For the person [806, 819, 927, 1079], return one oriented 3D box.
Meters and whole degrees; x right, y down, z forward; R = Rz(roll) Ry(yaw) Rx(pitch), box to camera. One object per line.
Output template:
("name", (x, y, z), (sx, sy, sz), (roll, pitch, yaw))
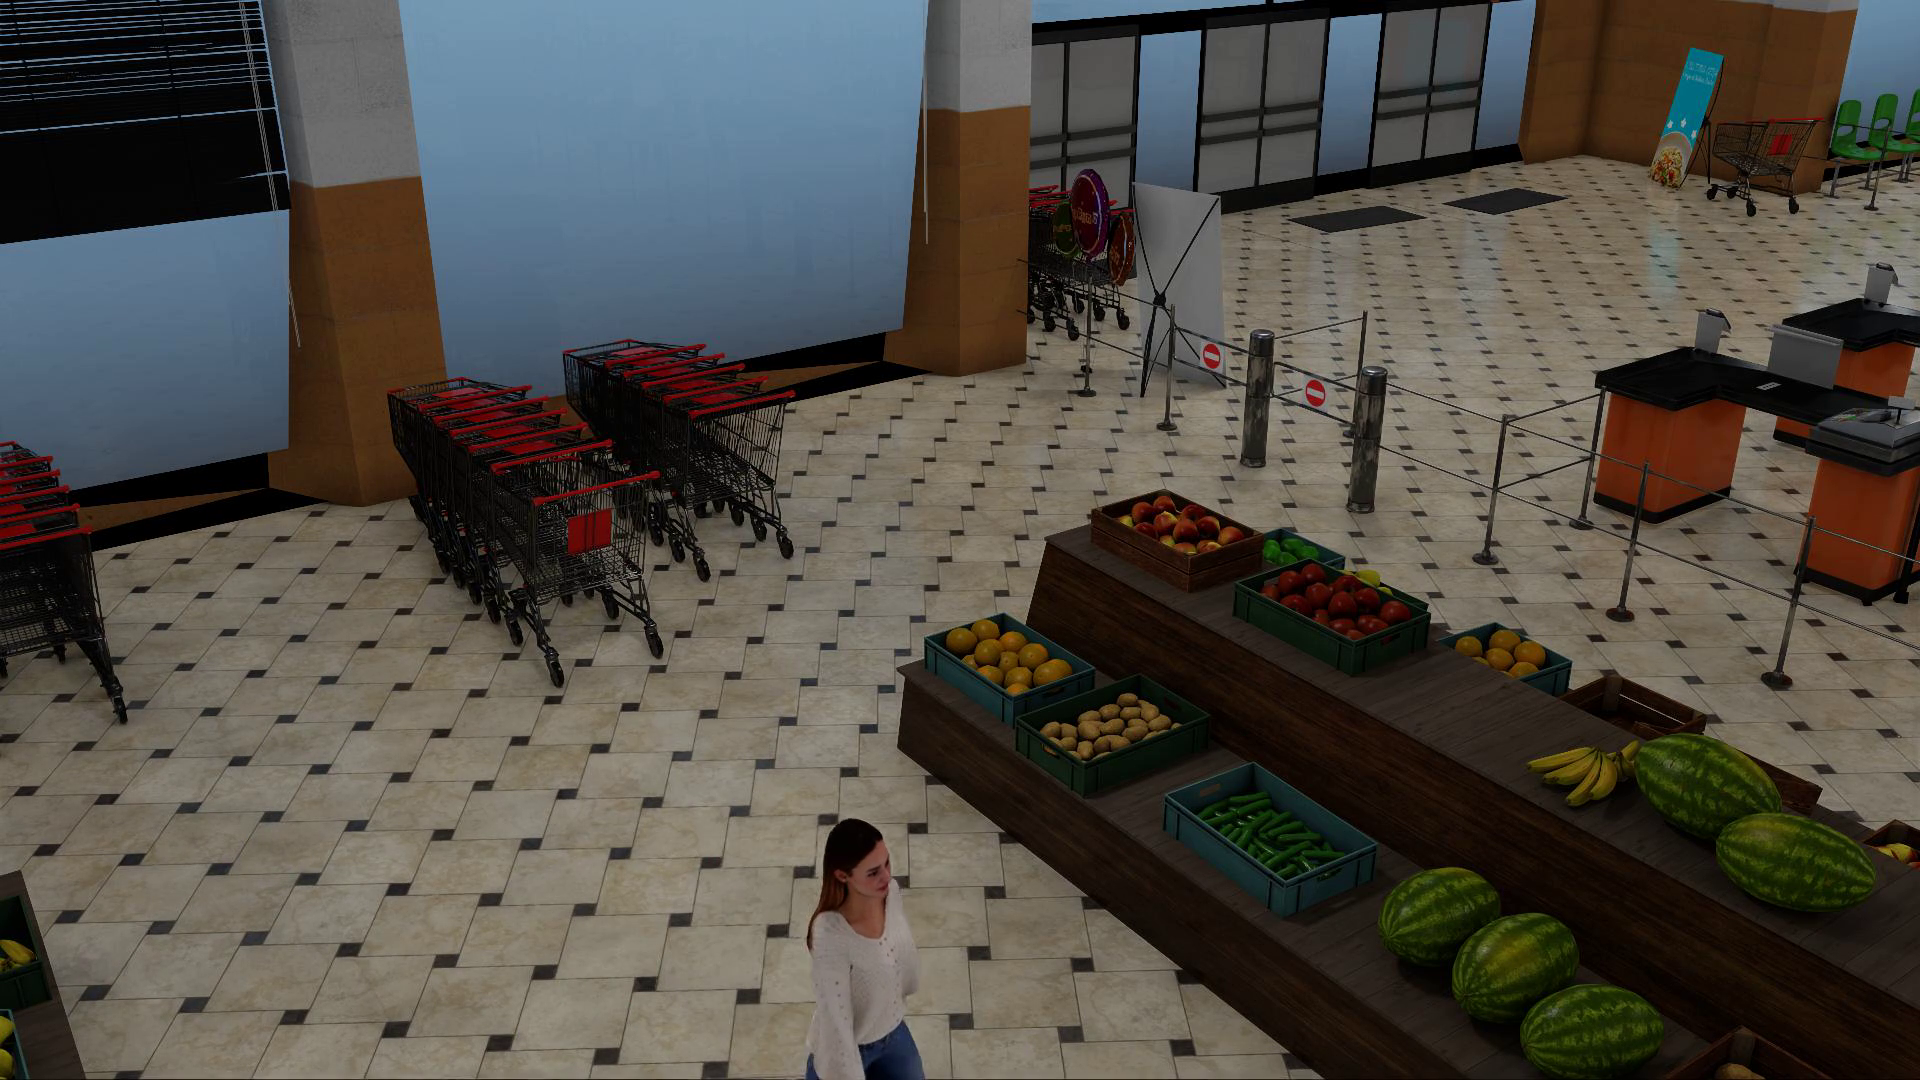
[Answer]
("person", (-0.401, 1.611, 5.344), (1.118, 1.658, 0.887), (15, 28, 30))
